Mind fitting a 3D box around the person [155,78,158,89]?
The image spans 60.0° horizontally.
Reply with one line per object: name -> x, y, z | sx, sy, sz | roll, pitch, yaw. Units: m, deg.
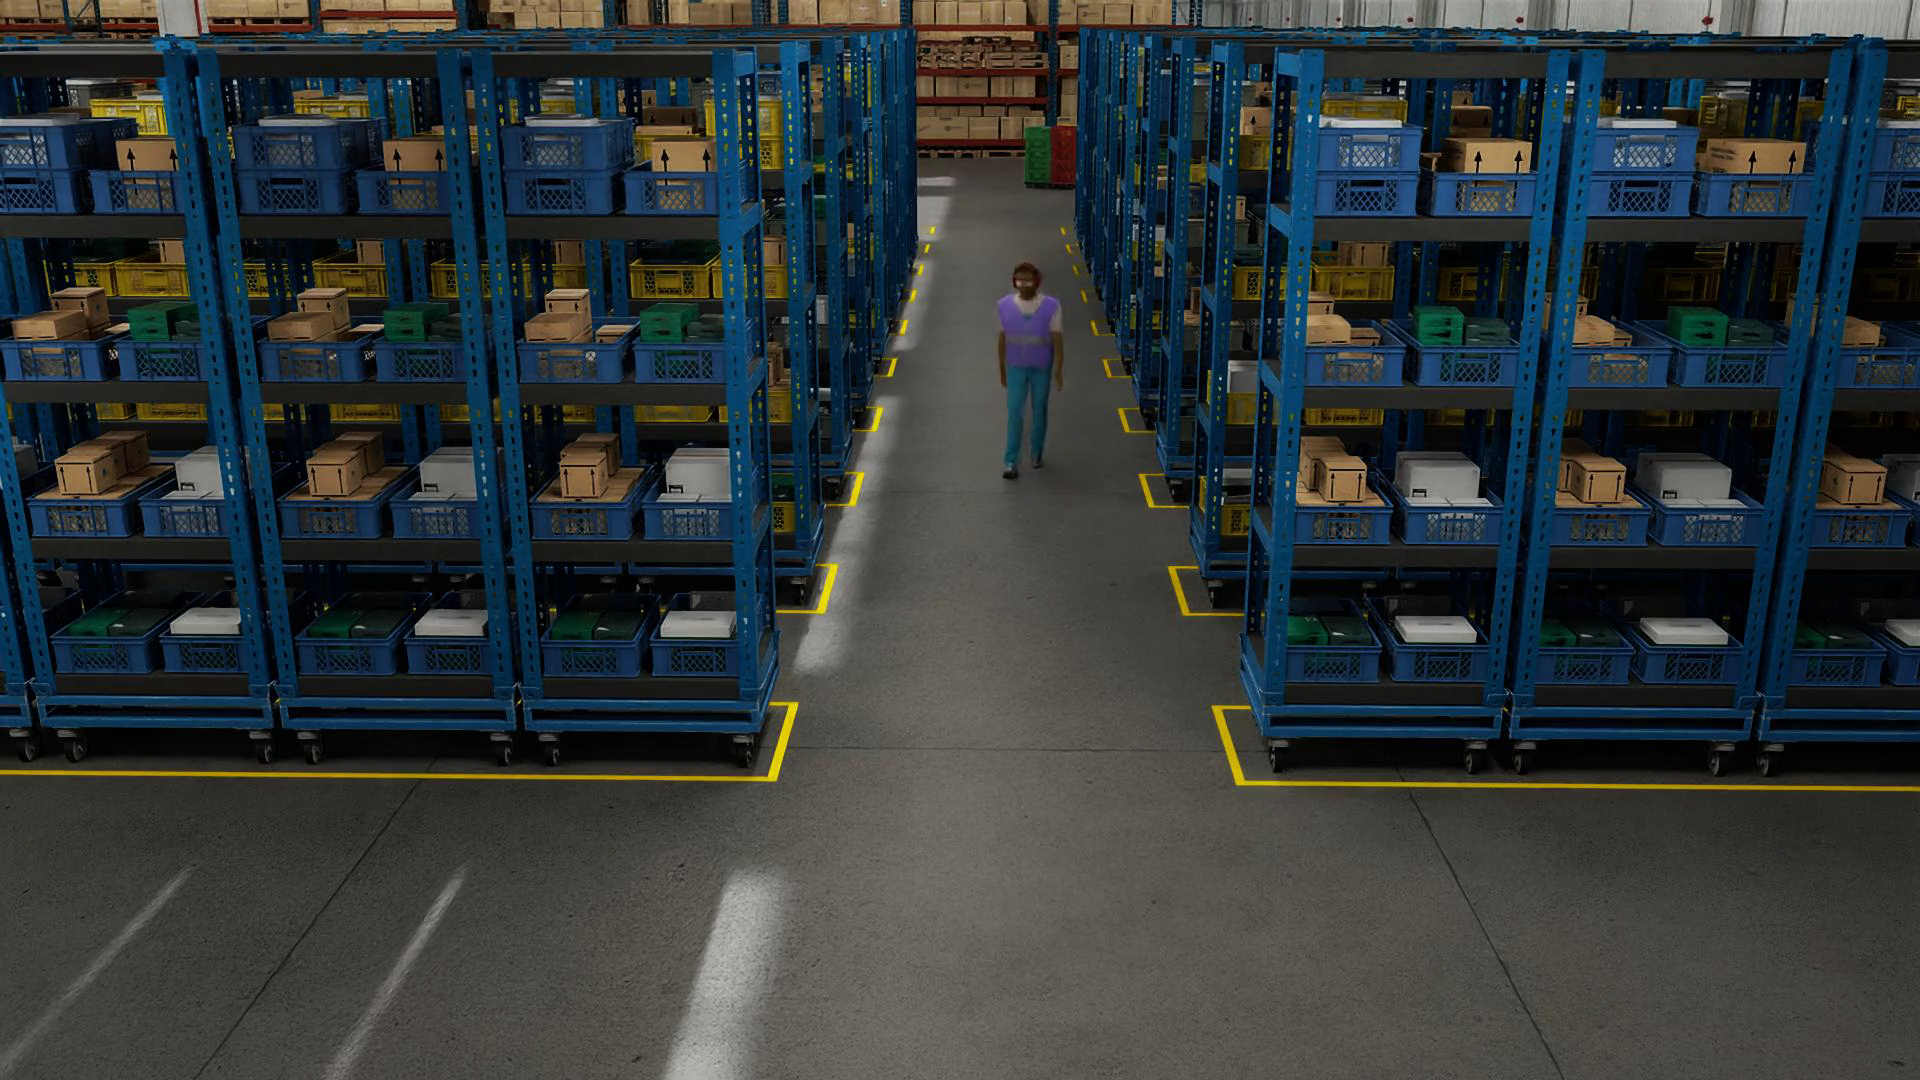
person -> -26.034, -14.221, 54.382 | 0.624, 2.022, 0.641 | 6, 18, 18

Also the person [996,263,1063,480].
person -> 0.579, -1.417, 13.936 | 0.595, 1.793, 0.959 | 3, 18, 9

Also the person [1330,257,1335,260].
person -> 4.080, -2.538, 17.194 | 0.608, 1.987, 0.388 | 3, 18, 10
